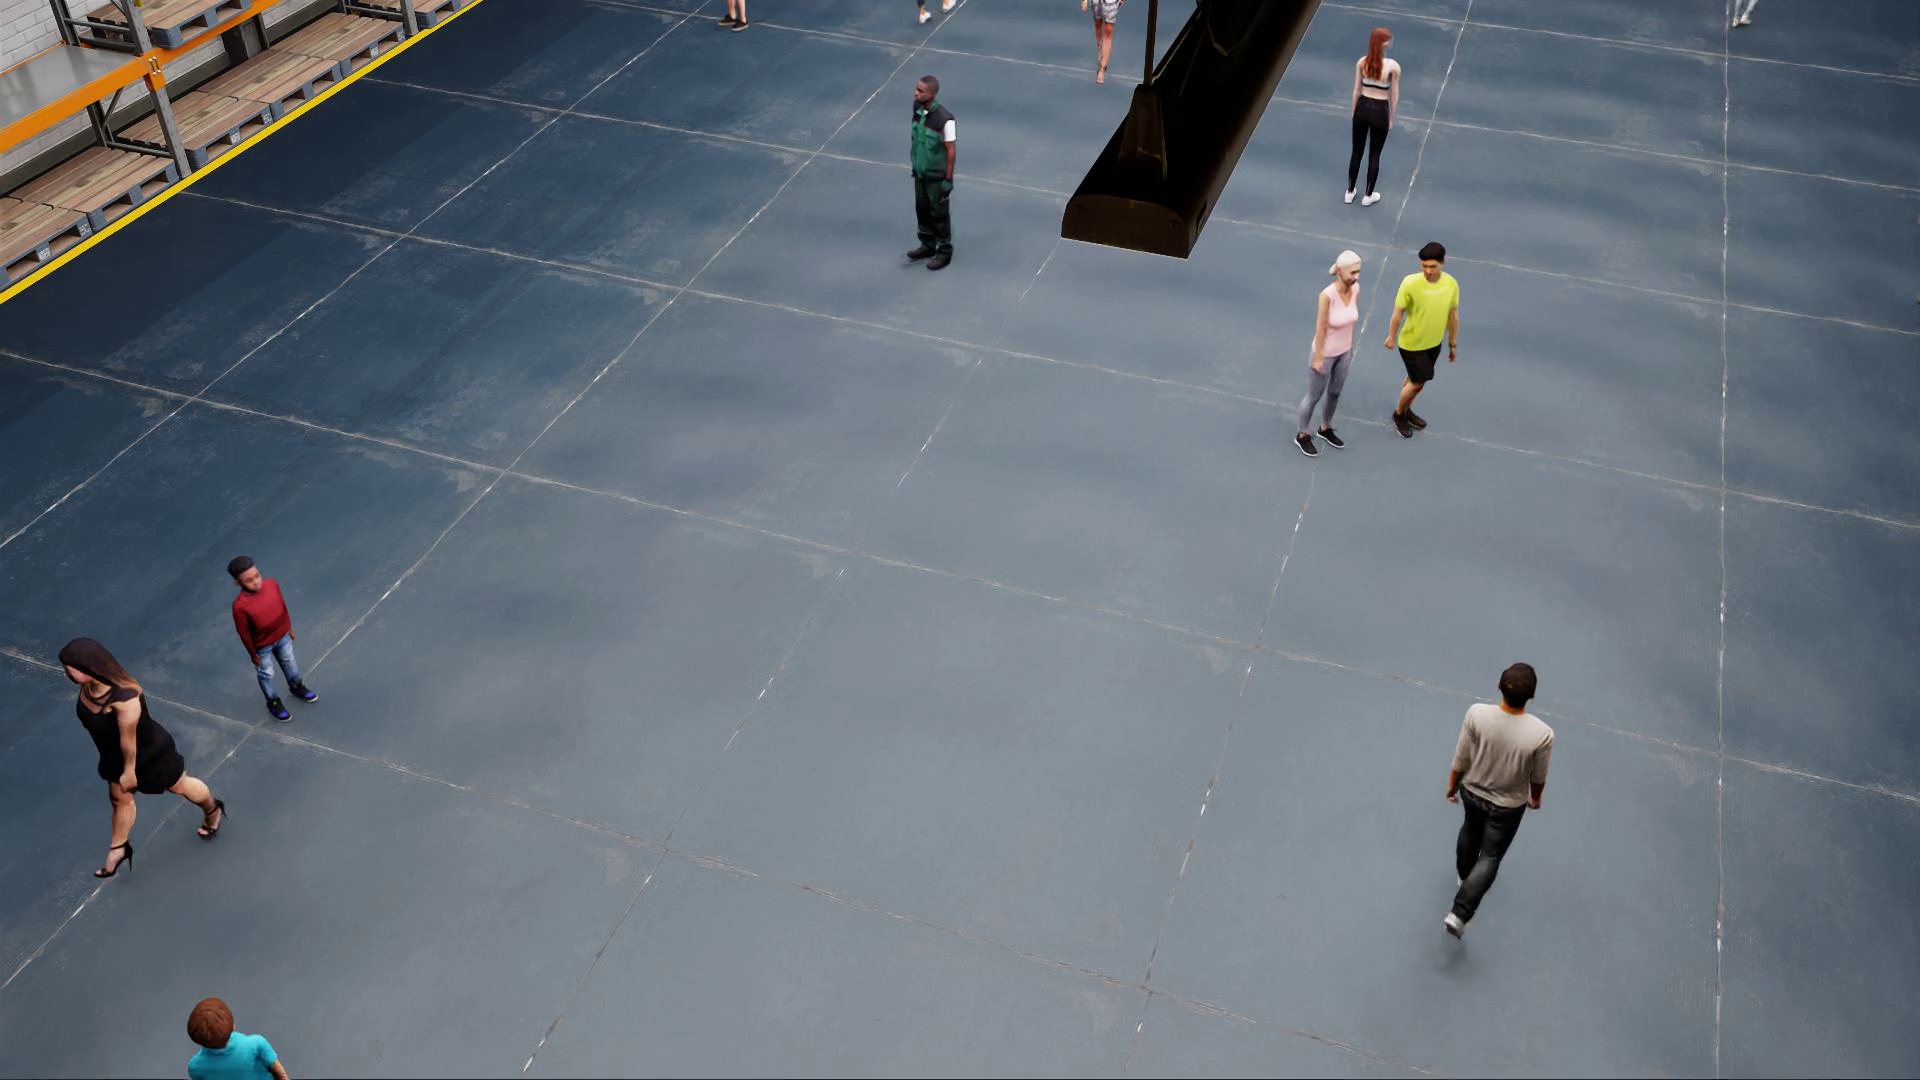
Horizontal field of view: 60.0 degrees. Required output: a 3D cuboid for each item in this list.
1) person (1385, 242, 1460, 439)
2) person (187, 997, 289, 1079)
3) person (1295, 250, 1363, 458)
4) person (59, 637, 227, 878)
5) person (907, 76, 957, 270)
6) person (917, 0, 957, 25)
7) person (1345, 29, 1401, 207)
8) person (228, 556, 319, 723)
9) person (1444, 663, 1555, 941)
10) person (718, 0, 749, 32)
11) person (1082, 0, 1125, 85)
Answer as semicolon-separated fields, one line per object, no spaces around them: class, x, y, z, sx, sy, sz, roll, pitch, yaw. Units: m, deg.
person;3.544;-1.608;12.996;0.749;1.691;0.810;-18;42;-21
person;-3.319;2.687;7.813;0.638;1.447;0.698;-16;41;-19
person;2.840;-1.457;12.779;0.624;1.725;0.694;-20;43;-23
person;-4.614;1.176;9.525;0.885;1.671;1.107;27;46;30
person;-0.246;-3.331;15.036;0.772;1.837;0.776;-28;46;-31
person;-0.417;-7.005;19.673;0.671;1.792;0.913;17;41;20
person;3.966;-4.074;16.043;0.615;1.742;0.565;20;43;23
person;-4.420;0.595;10.588;0.592;1.253;0.479;21;43;24
person;2.897;1.446;9.094;0.813;1.787;1.093;22;44;25
person;-2.707;-6.816;19.623;0.645;1.558;0.627;-31;48;-33
person;1.605;-6.035;18.479;0.803;1.765;1.188;4;39;6
